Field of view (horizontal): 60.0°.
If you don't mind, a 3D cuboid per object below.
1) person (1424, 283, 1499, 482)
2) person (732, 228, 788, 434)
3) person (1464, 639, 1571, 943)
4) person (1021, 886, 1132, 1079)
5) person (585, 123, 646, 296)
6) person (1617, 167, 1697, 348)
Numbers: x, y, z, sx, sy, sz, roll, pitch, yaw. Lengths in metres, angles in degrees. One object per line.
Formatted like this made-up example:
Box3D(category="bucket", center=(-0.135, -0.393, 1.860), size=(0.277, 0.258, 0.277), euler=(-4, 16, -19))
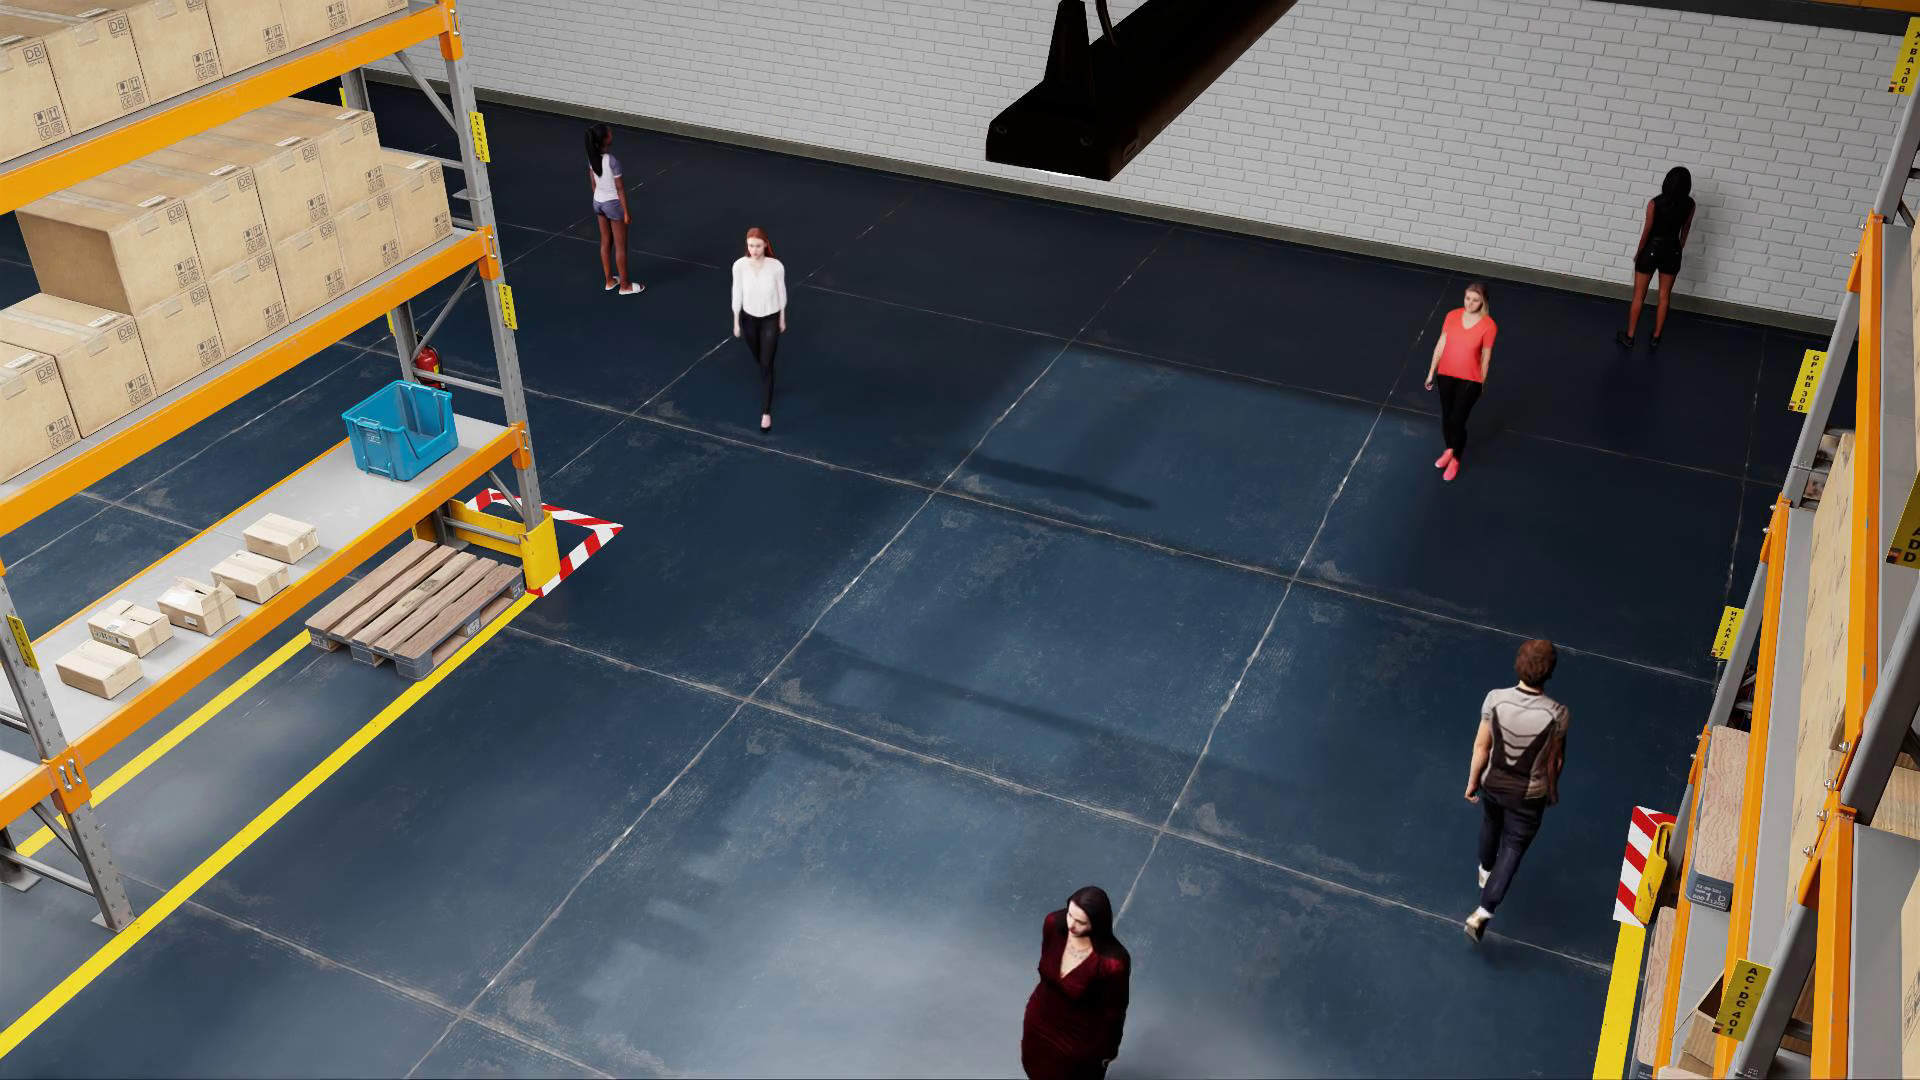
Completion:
Box3D(category="person", center=(4.106, -1.333, 13.521), size=(0.757, 1.675, 0.703), euler=(-29, 43, -36))
Box3D(category="person", center=(-1.708, -1.877, 14.302), size=(0.918, 1.718, 1.228), euler=(1, 34, 2))
Box3D(category="person", center=(3.048, 1.410, 9.221), size=(0.743, 1.868, 1.170), euler=(19, 38, 27))
Box3D(category="person", center=(0.622, 2.264, 8.048), size=(0.788, 1.744, 0.817), euler=(27, 42, 35))
Box3D(category="person", center=(-3.446, -3.269, 16.393), size=(0.663, 1.721, 0.644), euler=(25, 41, 32))
Box3D(category="person", center=(6.471, -2.617, 15.395), size=(0.666, 1.741, 0.646), euler=(0, 34, 0))
